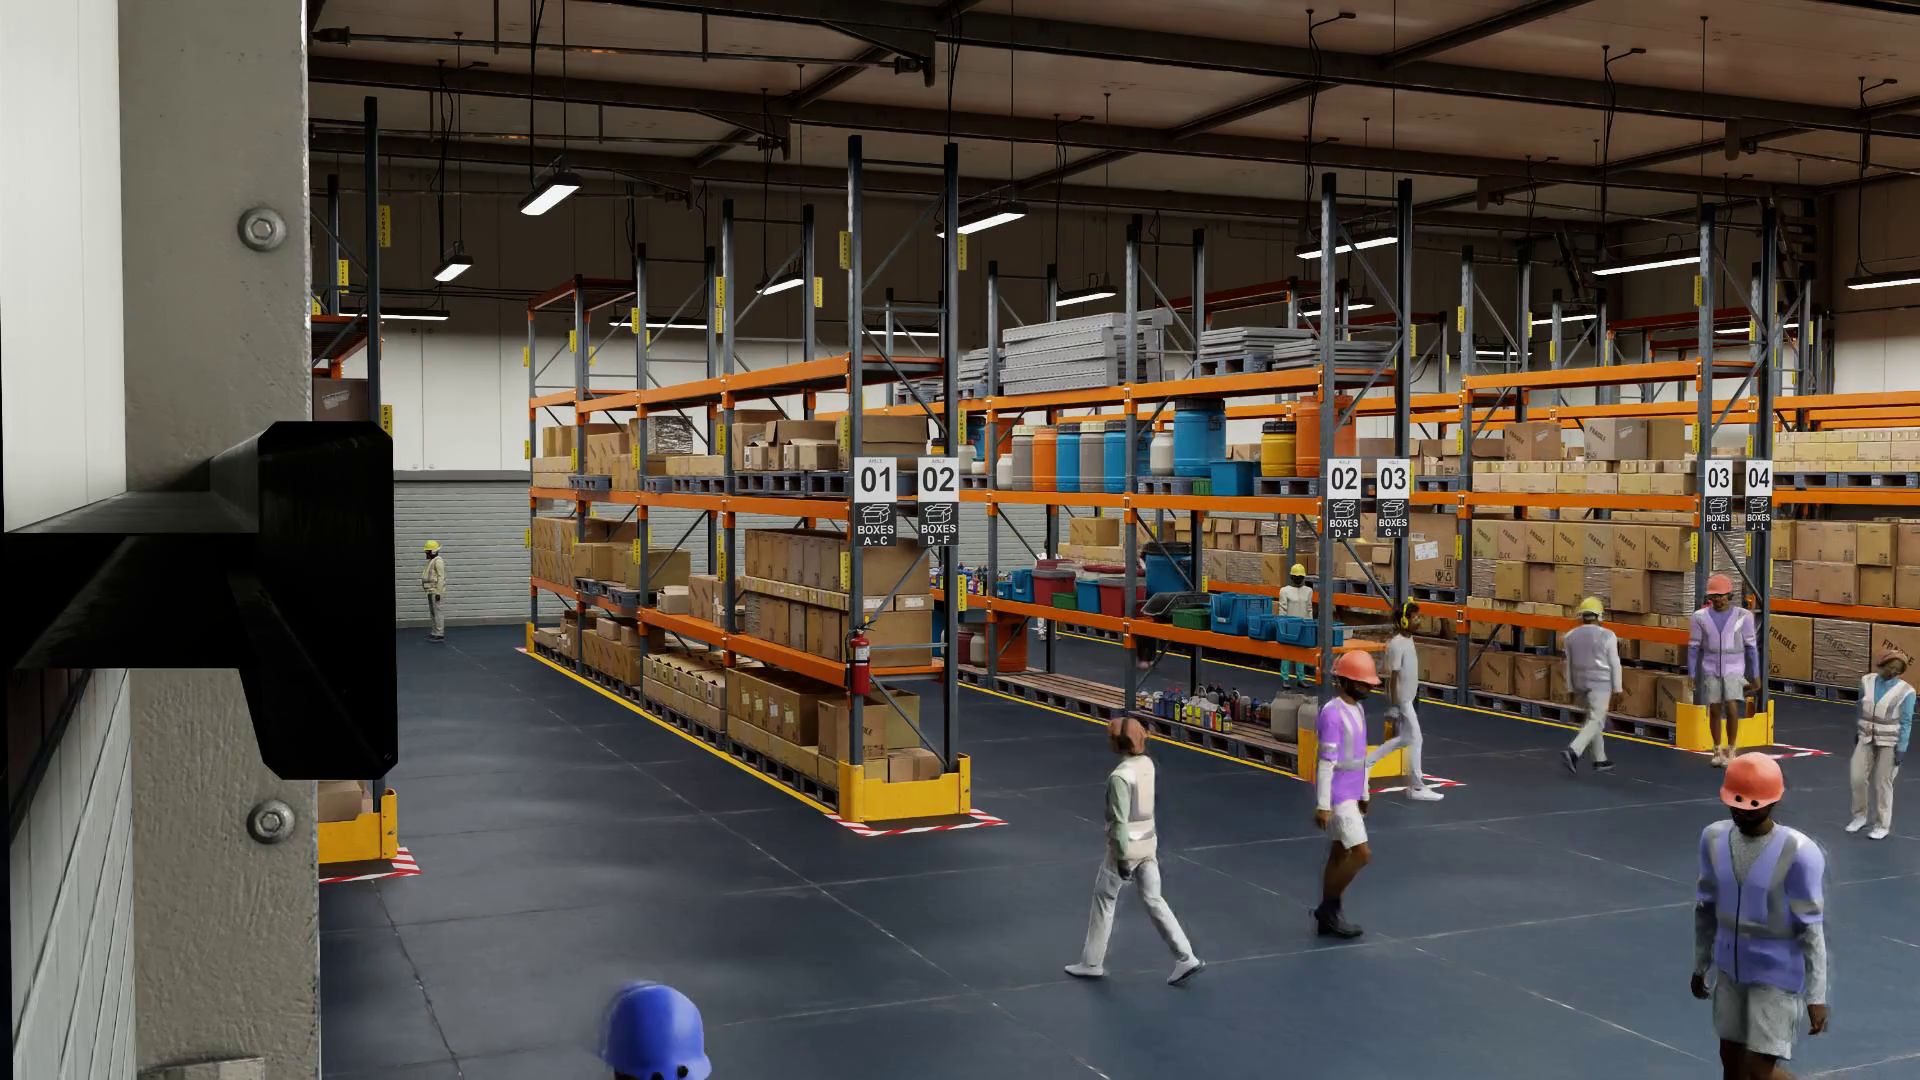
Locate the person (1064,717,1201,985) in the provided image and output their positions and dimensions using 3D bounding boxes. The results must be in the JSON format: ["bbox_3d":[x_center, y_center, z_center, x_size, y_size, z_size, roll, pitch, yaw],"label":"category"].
[{"bbox_3d":[1.059,1.855,10.763,0.808,1.603,0.514,1,3,33],"label":"person"}]

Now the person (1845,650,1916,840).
[{"bbox_3d":[7.669,1.697,14.895,0.346,1.595,0.578,-1,3,-29],"label":"person"}]

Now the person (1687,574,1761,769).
[{"bbox_3d":[7.851,1.360,18.449,0.676,2.009,0.729,1,3,33],"label":"person"}]

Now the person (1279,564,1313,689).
[{"bbox_3d":[4.770,1.217,25.356,0.533,1.765,0.326,-1,2,-17],"label":"person"}]

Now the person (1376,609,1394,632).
[{"bbox_3d":[7.004,1.143,29.056,0.517,1.622,0.415,-1,2,-16],"label":"person"}]

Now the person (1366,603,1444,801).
[{"bbox_3d":[4.142,1.502,16.893,0.783,1.852,0.520,1,2,22],"label":"person"}]

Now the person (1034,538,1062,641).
[{"bbox_3d":[1.618,0.884,32.534,0.576,1.882,0.355,-1,2,-27],"label":"person"}]

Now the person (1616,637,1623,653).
[{"bbox_3d":[9.077,1.149,25.220,0.595,1.909,0.465,0,2,5],"label":"person"}]

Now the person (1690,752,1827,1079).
[{"bbox_3d":[3.376,1.828,7.583,0.562,1.908,0.634,-1,3,-29],"label":"person"}]

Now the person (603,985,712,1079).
[{"bbox_3d":[-0.806,1.958,4.265,0.623,1.917,0.884,-2,3,-39],"label":"person"}]

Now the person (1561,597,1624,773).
[{"bbox_3d":[6.389,1.478,18.217,0.838,1.800,0.595,-1,3,-32],"label":"person"}]

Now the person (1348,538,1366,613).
[{"bbox_3d":[7.023,0.915,31.378,0.585,1.913,0.678,0,2,-13],"label":"person"}]

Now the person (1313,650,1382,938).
[{"bbox_3d":[2.516,1.671,11.701,0.500,1.905,0.665,1,3,30],"label":"person"}]

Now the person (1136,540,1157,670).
[{"bbox_3d":[2.946,1.013,27.688,0.720,2.000,0.699,-1,2,-17],"label":"person"}]

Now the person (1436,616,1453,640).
[{"bbox_3d":[7.993,0.944,29.604,0.621,1.997,1.058,-1,2,-14],"label":"person"}]

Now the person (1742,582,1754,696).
[{"bbox_3d":[10.574,1.161,24.626,0.599,1.923,1.036,-1,2,-27],"label":"person"}]

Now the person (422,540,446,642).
[{"bbox_3d":[-9.499,0.918,32.334,0.403,1.827,0.600,-1,3,-31],"label":"person"}]

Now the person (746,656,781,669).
[{"bbox_3d":[-2.972,1.071,27.062,0.613,1.933,0.966,-1,3,-32],"label":"person"}]
